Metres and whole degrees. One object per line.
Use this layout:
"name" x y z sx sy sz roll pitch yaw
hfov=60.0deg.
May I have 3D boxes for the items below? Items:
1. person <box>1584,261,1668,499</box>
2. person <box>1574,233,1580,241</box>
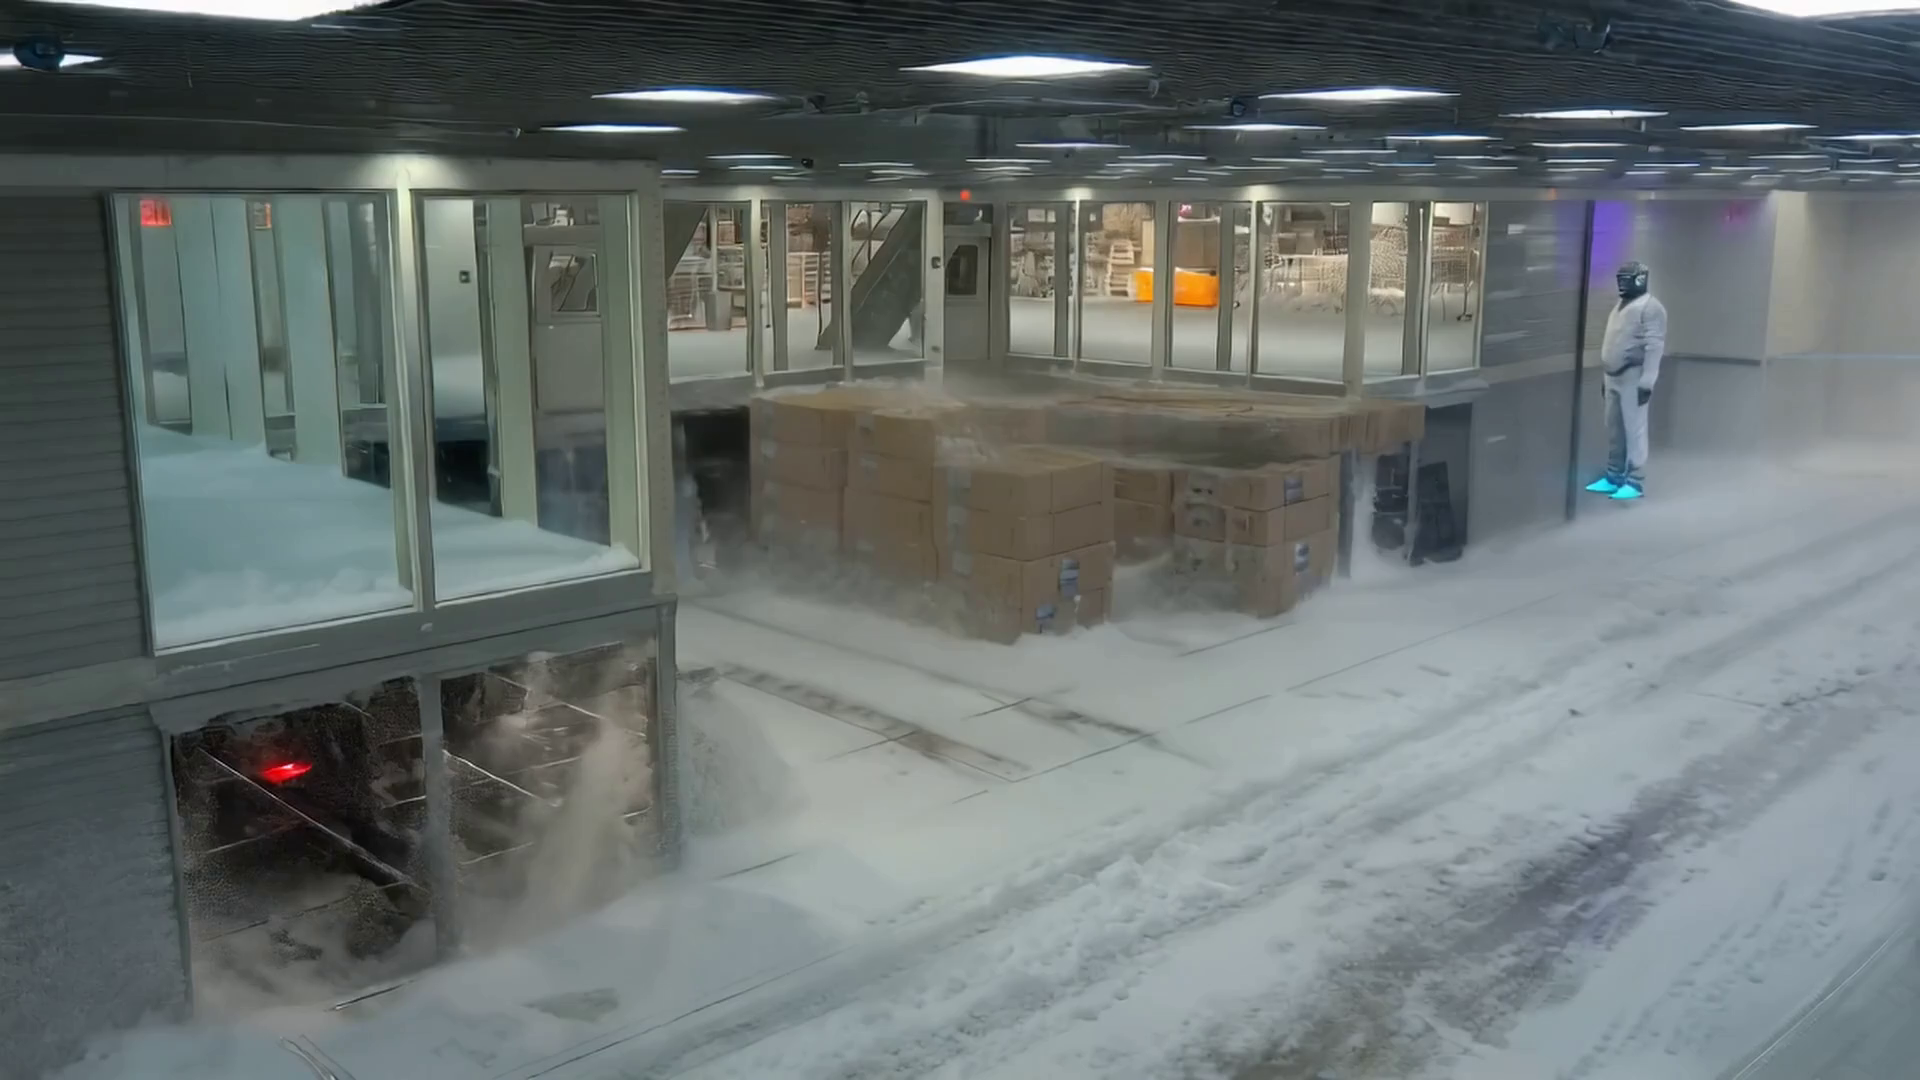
"person" 5.376 -1.292 13.439 0.409 1.907 0.651 -2 11 -9
"person" 21.160 -10.035 57.050 1.056 1.988 0.627 6 13 28
